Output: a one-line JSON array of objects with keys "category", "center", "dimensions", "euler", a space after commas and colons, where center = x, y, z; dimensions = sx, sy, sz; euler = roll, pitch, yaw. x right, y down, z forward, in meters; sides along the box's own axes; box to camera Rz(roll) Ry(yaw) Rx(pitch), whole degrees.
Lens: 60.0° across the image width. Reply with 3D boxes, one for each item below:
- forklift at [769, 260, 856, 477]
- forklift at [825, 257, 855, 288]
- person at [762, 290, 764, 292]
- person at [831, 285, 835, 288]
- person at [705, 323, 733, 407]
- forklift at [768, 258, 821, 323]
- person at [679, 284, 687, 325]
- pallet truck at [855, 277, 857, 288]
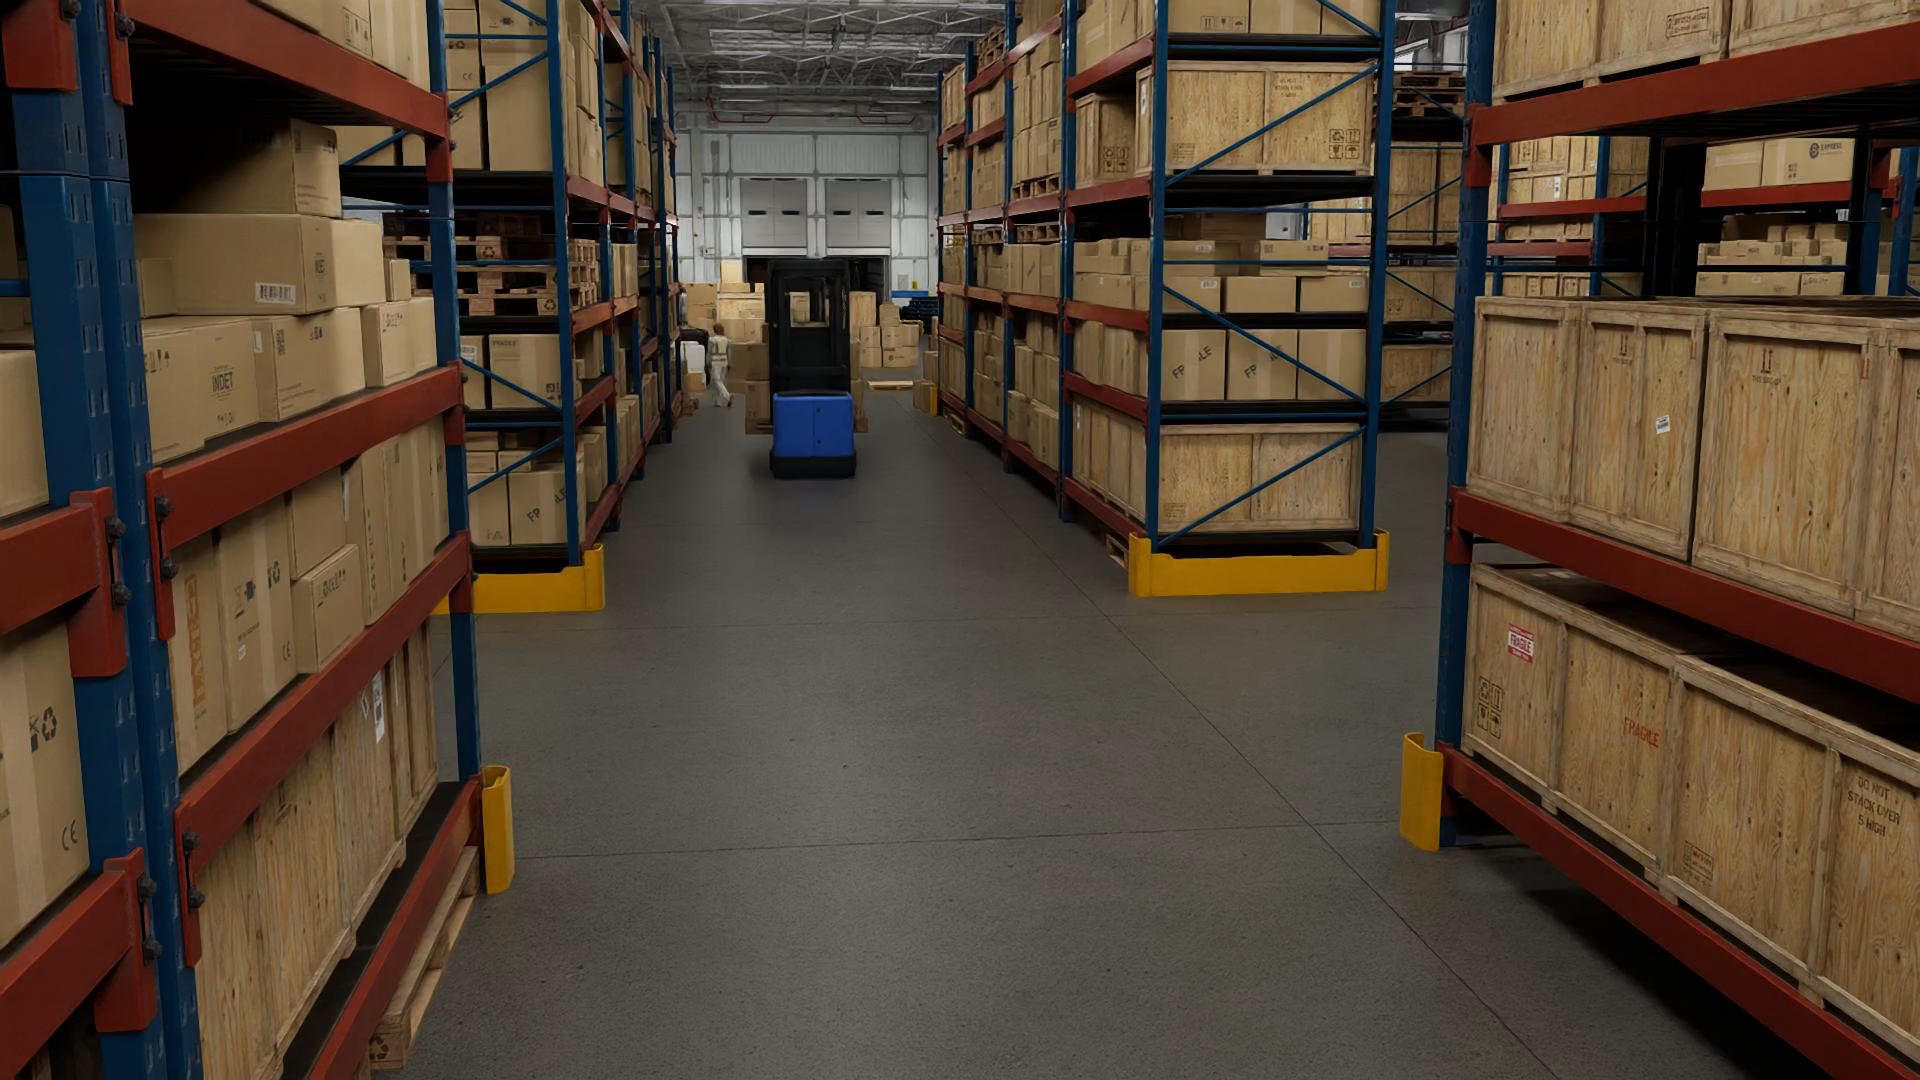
[{"category": "forklift", "center": [-1.978, -2.313, 22.030], "dimensions": [1.129, 2.768, 1.873], "euler": [-1, 10, -7]}, {"category": "forklift", "center": [-3.492, -6.850, 48.444], "dimensions": [1.129, 2.768, 1.873], "euler": [-1, 10, -7]}, {"category": "person", "center": [-5.365, -5.944, 45.907], "dimensions": [0.377, 1.940, 0.628], "euler": [1, 10, 4]}, {"category": "person", "center": [-4.240, -7.537, 55.326], "dimensions": [0.636, 1.892, 0.991], "euler": [1, 10, 7]}, {"category": "person", "center": [-4.532, -3.308, 31.502], "dimensions": [0.678, 1.616, 0.519], "euler": [8, 12, 39]}, {"category": "forklift", "center": [-2.944, -3.646, 29.795], "dimensions": [1.129, 2.768, 1.873], "euler": [-1, 10, -7]}, {"category": "person", "center": [-9.462, -7.841, 57.071], "dimensions": [0.867, 1.908, 0.552], "euler": [3, 10, 19]}, {"category": "pallet truck", "center": [-3.782, -9.391, 65.808], "dimensions": [1.885, 1.965, 0.823], "euler": [2, 10, 10]}]
